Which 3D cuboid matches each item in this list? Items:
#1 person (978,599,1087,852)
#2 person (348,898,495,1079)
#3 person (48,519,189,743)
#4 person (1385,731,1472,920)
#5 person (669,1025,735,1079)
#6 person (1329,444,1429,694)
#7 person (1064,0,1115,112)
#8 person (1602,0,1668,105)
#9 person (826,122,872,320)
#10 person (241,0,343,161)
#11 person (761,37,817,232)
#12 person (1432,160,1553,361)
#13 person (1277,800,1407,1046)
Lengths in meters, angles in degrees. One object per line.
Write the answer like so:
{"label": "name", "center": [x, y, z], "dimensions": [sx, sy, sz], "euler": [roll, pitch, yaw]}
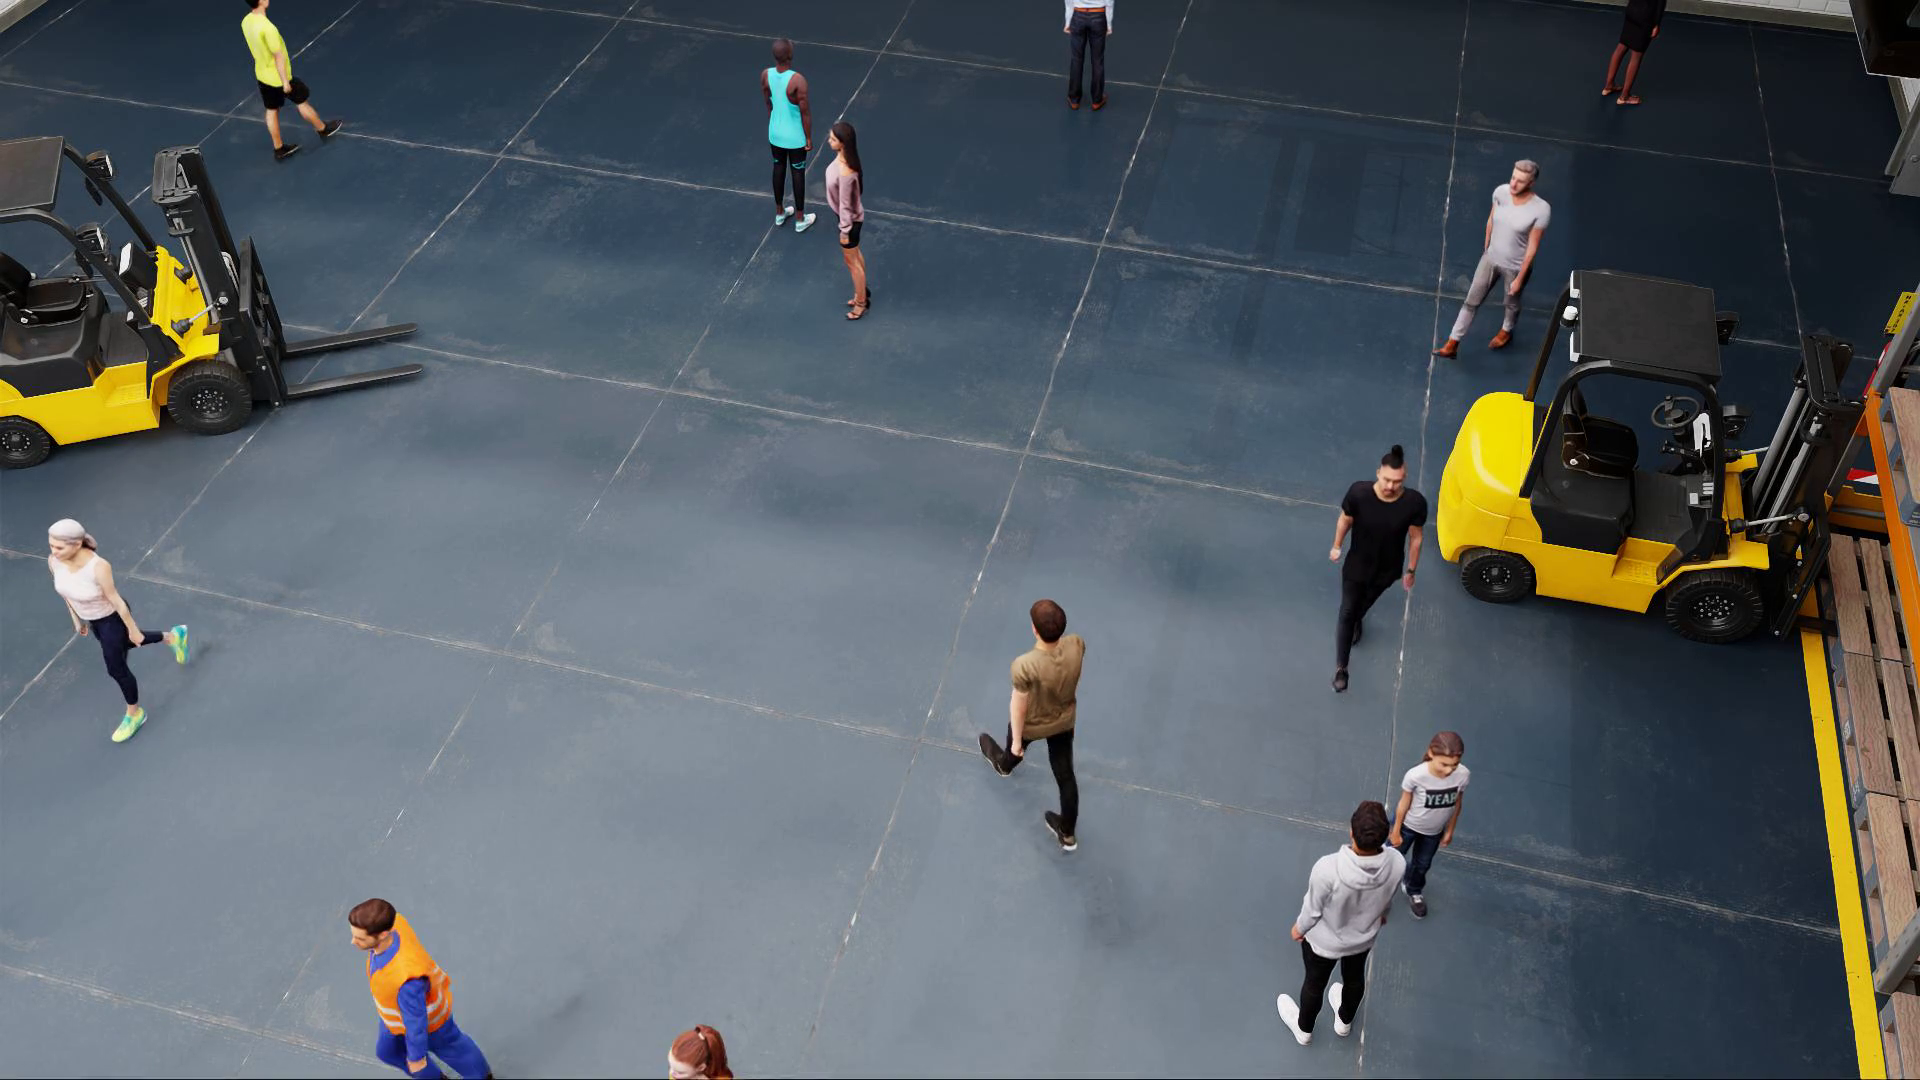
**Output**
{"label": "person", "center": [0.550, 1.127, 9.799], "dimensions": [1.205, 1.801, 1.266], "euler": [-22, 48, -21]}
{"label": "person", "center": [-2.680, 2.346, 8.487], "dimensions": [0.899, 1.846, 0.851], "euler": [-34, 53, -30]}
{"label": "person", "center": [-5.372, 0.454, 10.591], "dimensions": [0.734, 1.683, 1.106], "euler": [17, 46, 17]}
{"label": "person", "center": [2.630, 1.599, 9.477], "dimensions": [0.590, 1.561, 0.608], "euler": [-3, 44, -3]}
{"label": "person", "center": [-1.143, 2.816, 8.078], "dimensions": [0.788, 1.730, 0.926], "euler": [28, 50, 26]}
{"label": "person", "center": [2.721, 0.063, 10.902], "dimensions": [0.706, 1.821, 1.097], "euler": [10, 44, 10]}
{"label": "person", "center": [1.264, -5.080, 16.322], "dimensions": [0.667, 1.791, 0.603], "euler": [5, 44, 5]}
{"label": "person", "center": [6.748, -5.174, 16.471], "dimensions": [0.747, 1.721, 0.652], "euler": [-15, 46, -15]}
{"label": "person", "center": [-0.906, -2.635, 13.742], "dimensions": [0.747, 1.809, 0.594], "euler": [-2, 44, -3]}
{"label": "person", "center": [-6.513, -4.360, 15.645], "dimensions": [0.841, 1.682, 1.061], "euler": [24, 49, 23]}
{"label": "person", "center": [-1.541, -3.592, 14.748], "dimensions": [0.620, 1.806, 0.567], "euler": [17, 46, 17]}
{"label": "person", "center": [4.461, -2.256, 13.363], "dimensions": [1.245, 1.782, 1.073], "euler": [-32, 52, -29]}
{"label": "person", "center": [2.020, 2.039, 8.748], "dimensions": [0.776, 1.930, 0.768], "euler": [-9, 44, -10]}
